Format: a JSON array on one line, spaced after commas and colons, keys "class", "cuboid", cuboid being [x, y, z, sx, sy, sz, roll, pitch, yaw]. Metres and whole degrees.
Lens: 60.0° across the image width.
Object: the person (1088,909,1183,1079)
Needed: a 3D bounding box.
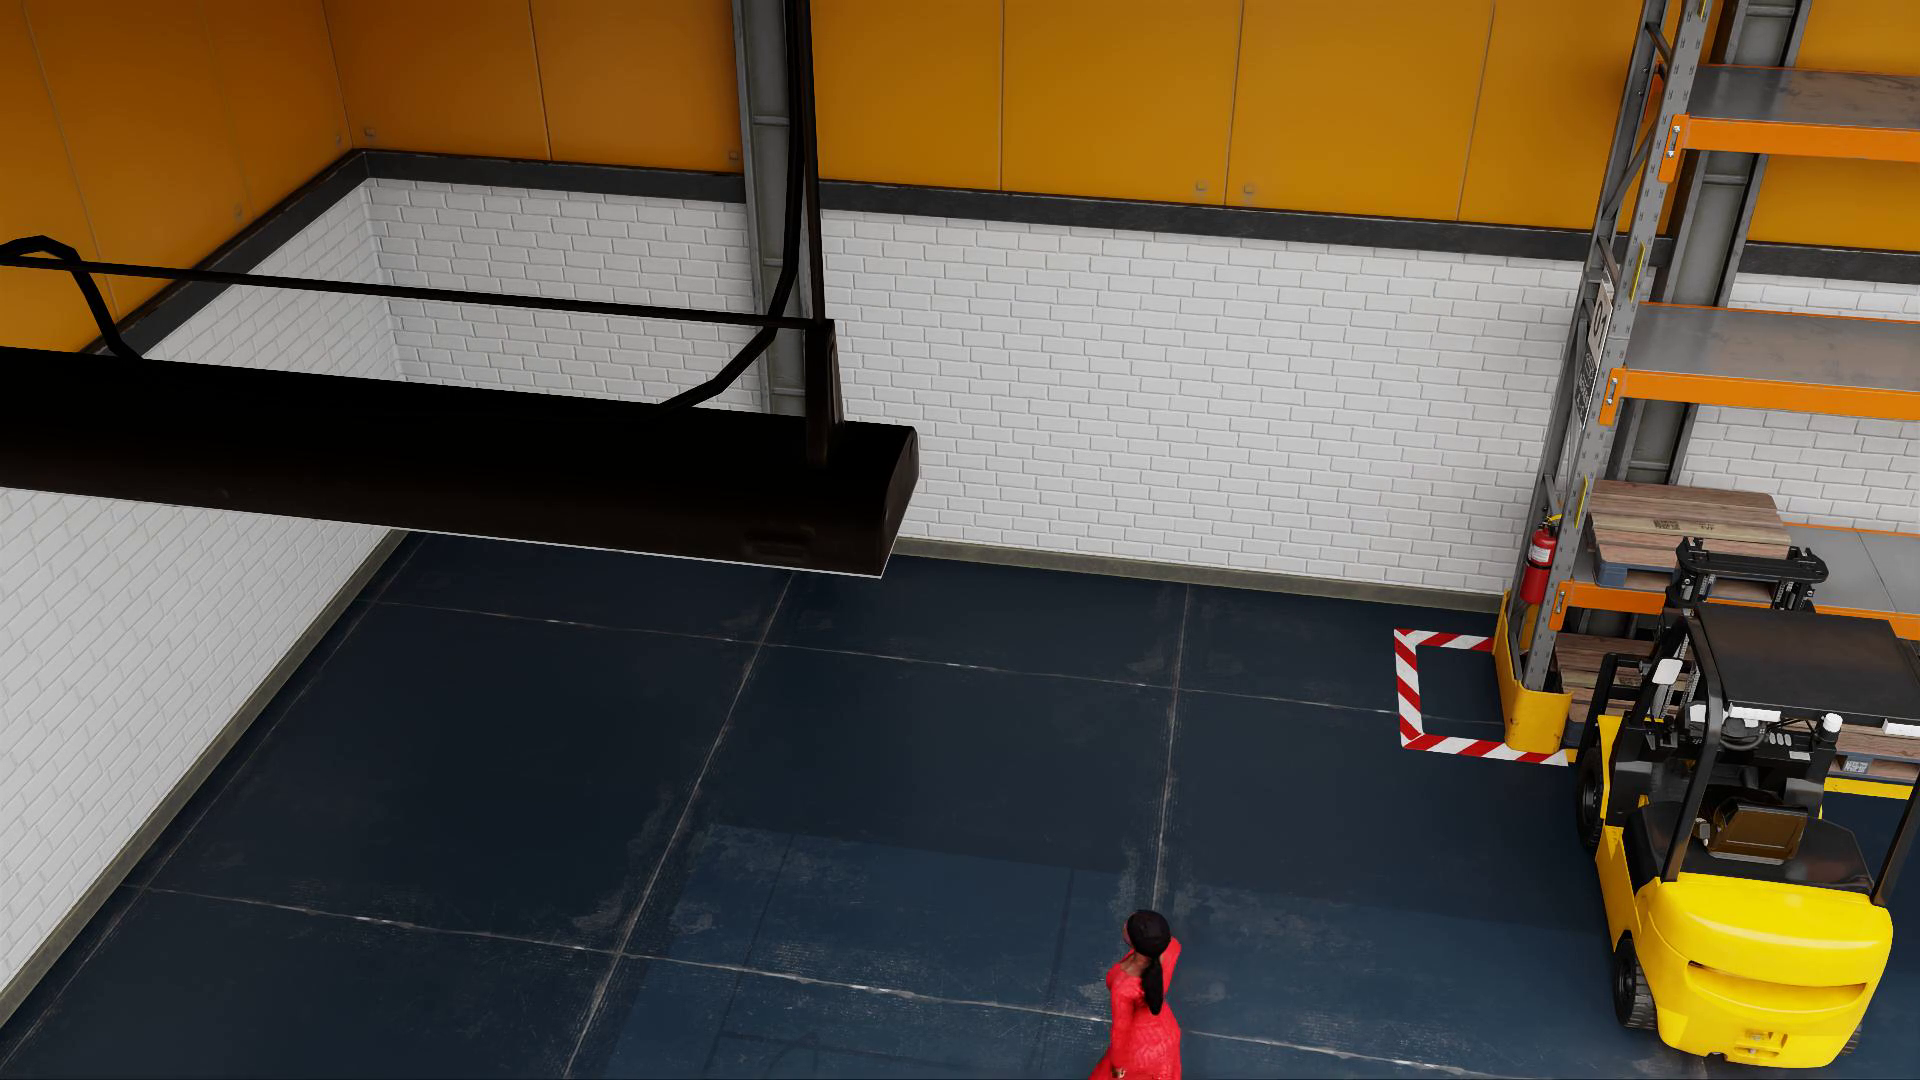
[{"class": "person", "cuboid": [0.926, 2.437, 7.932, 0.981, 1.754, 1.098, -27, 42, -34]}]
